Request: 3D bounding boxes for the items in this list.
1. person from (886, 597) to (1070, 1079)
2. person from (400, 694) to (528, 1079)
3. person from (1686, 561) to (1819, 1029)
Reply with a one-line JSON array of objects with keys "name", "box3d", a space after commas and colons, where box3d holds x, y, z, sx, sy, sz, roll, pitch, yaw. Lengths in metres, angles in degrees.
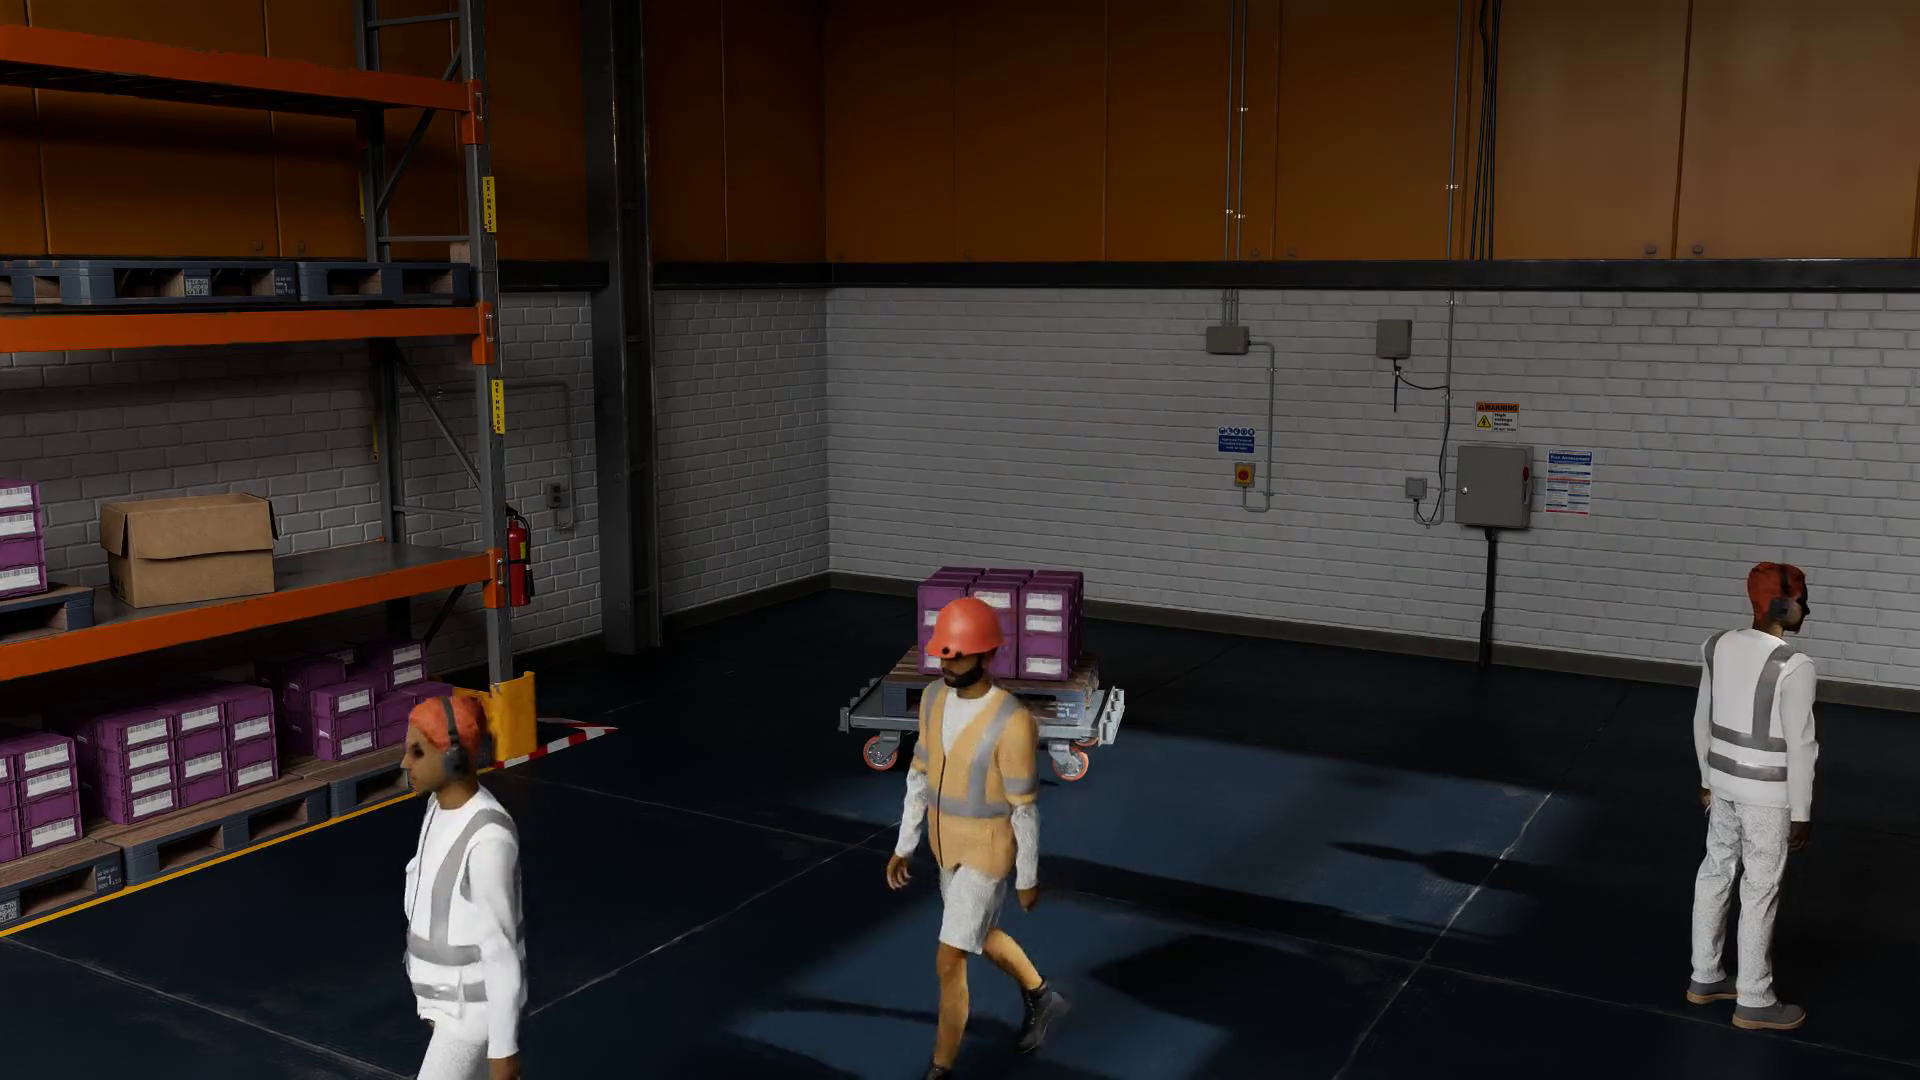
[{"name": "person", "box3d": [0.101, 1.117, 6.118, 0.961, 1.904, 0.543, -7, 11, -37]}, {"name": "person", "box3d": [-1.386, 1.338, 4.884, 0.931, 1.851, 0.587, -5, 10, -27]}, {"name": "person", "box3d": [3.216, 1.021, 6.736, 0.346, 1.881, 0.578, -3, 9, -16]}]
